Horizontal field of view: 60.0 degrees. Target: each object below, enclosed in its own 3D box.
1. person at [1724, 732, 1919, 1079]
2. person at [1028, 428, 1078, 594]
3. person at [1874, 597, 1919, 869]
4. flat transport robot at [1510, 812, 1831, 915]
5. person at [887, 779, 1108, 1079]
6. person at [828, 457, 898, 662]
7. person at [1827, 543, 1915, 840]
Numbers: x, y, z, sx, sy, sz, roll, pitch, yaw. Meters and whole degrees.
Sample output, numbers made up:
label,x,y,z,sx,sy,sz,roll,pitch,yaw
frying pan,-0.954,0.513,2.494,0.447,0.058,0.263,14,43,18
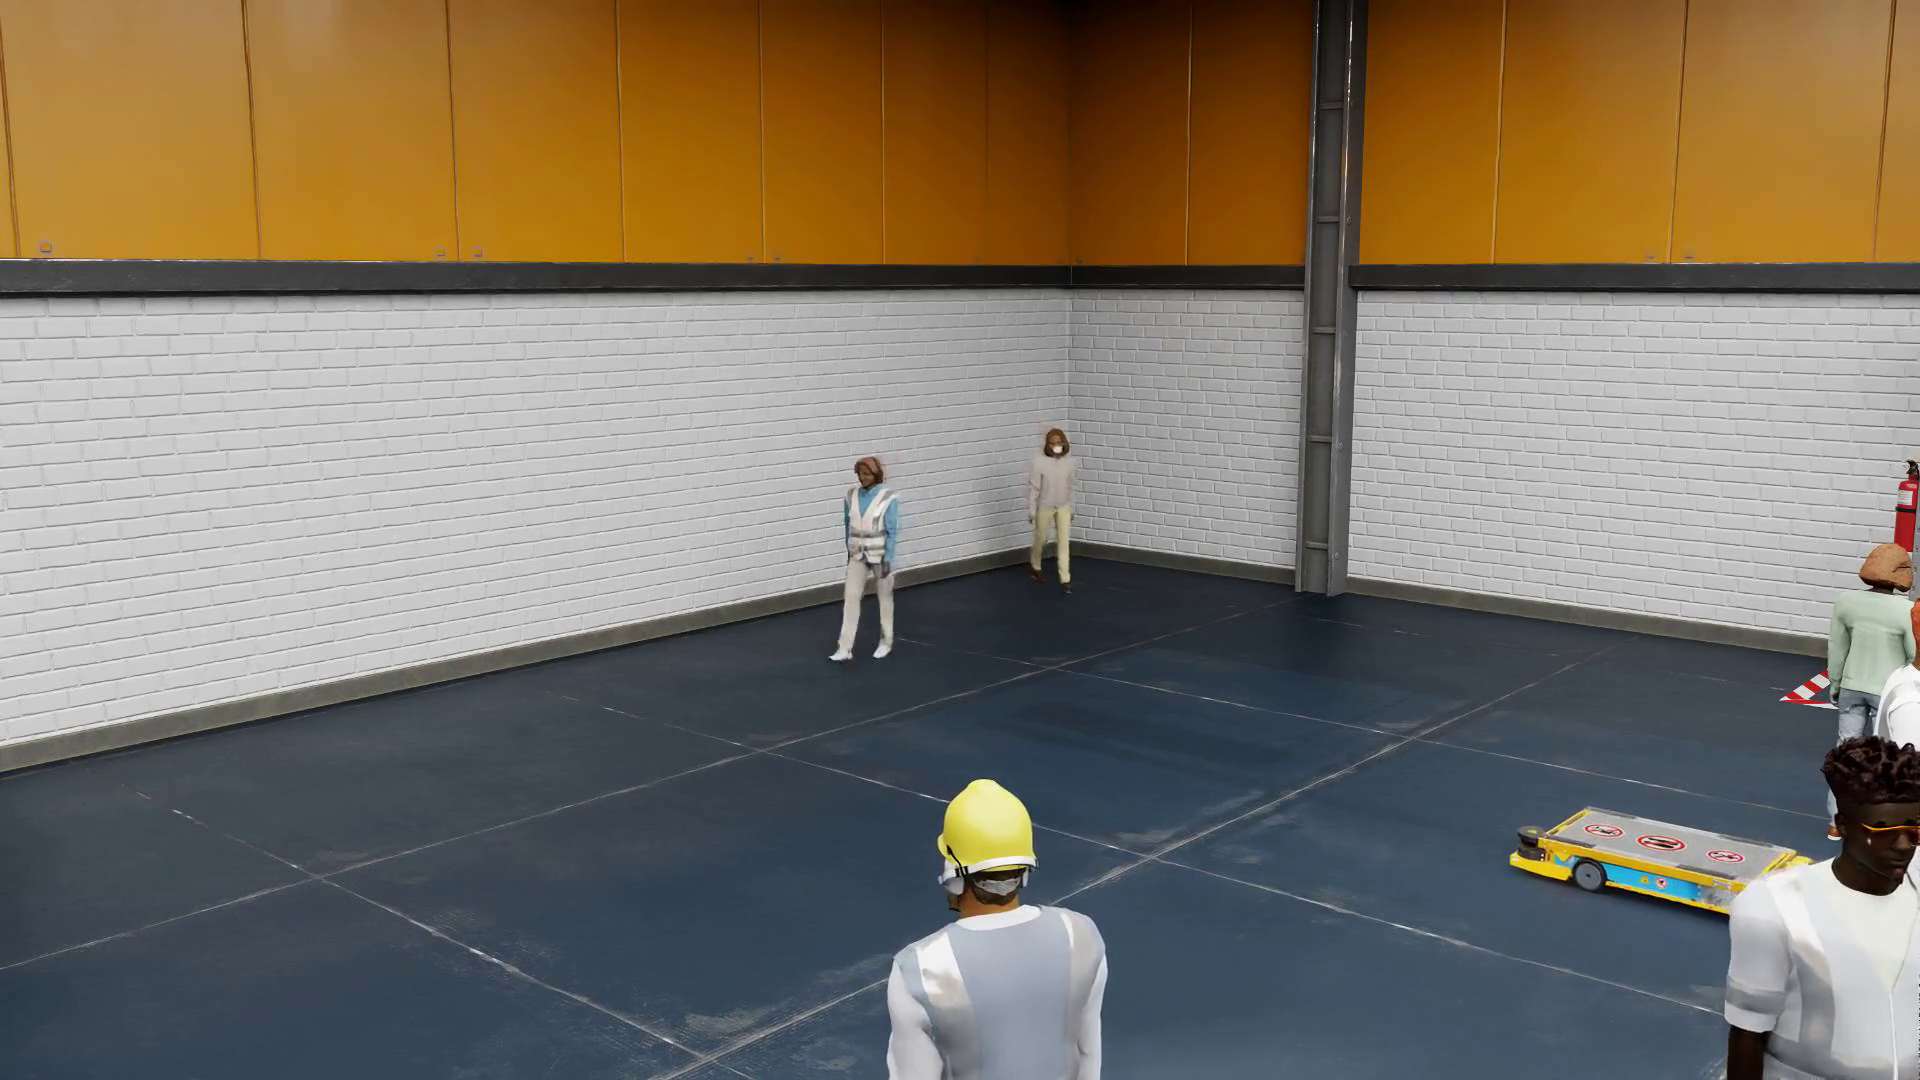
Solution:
label,x,y,z,sx,sy,sz,roll,pitch,yaw
person,2.136,1.419,4.038,0.608,1.966,0.374,-1,9,-7
person,0.879,-0.314,16.133,0.507,1.580,0.892,-2,9,-14
person,3.540,1.119,6.193,0.338,1.882,0.571,5,11,30
flat transport robot,3.539,1.601,8.201,1.431,0.197,0.652,8,12,41
person,0.067,1.481,4.065,0.588,1.834,0.403,-5,10,-29
person,-0.750,0.168,12.961,0.525,1.606,0.770,5,10,29
person,4.852,0.825,8.814,0.268,1.631,0.507,-6,11,-32
